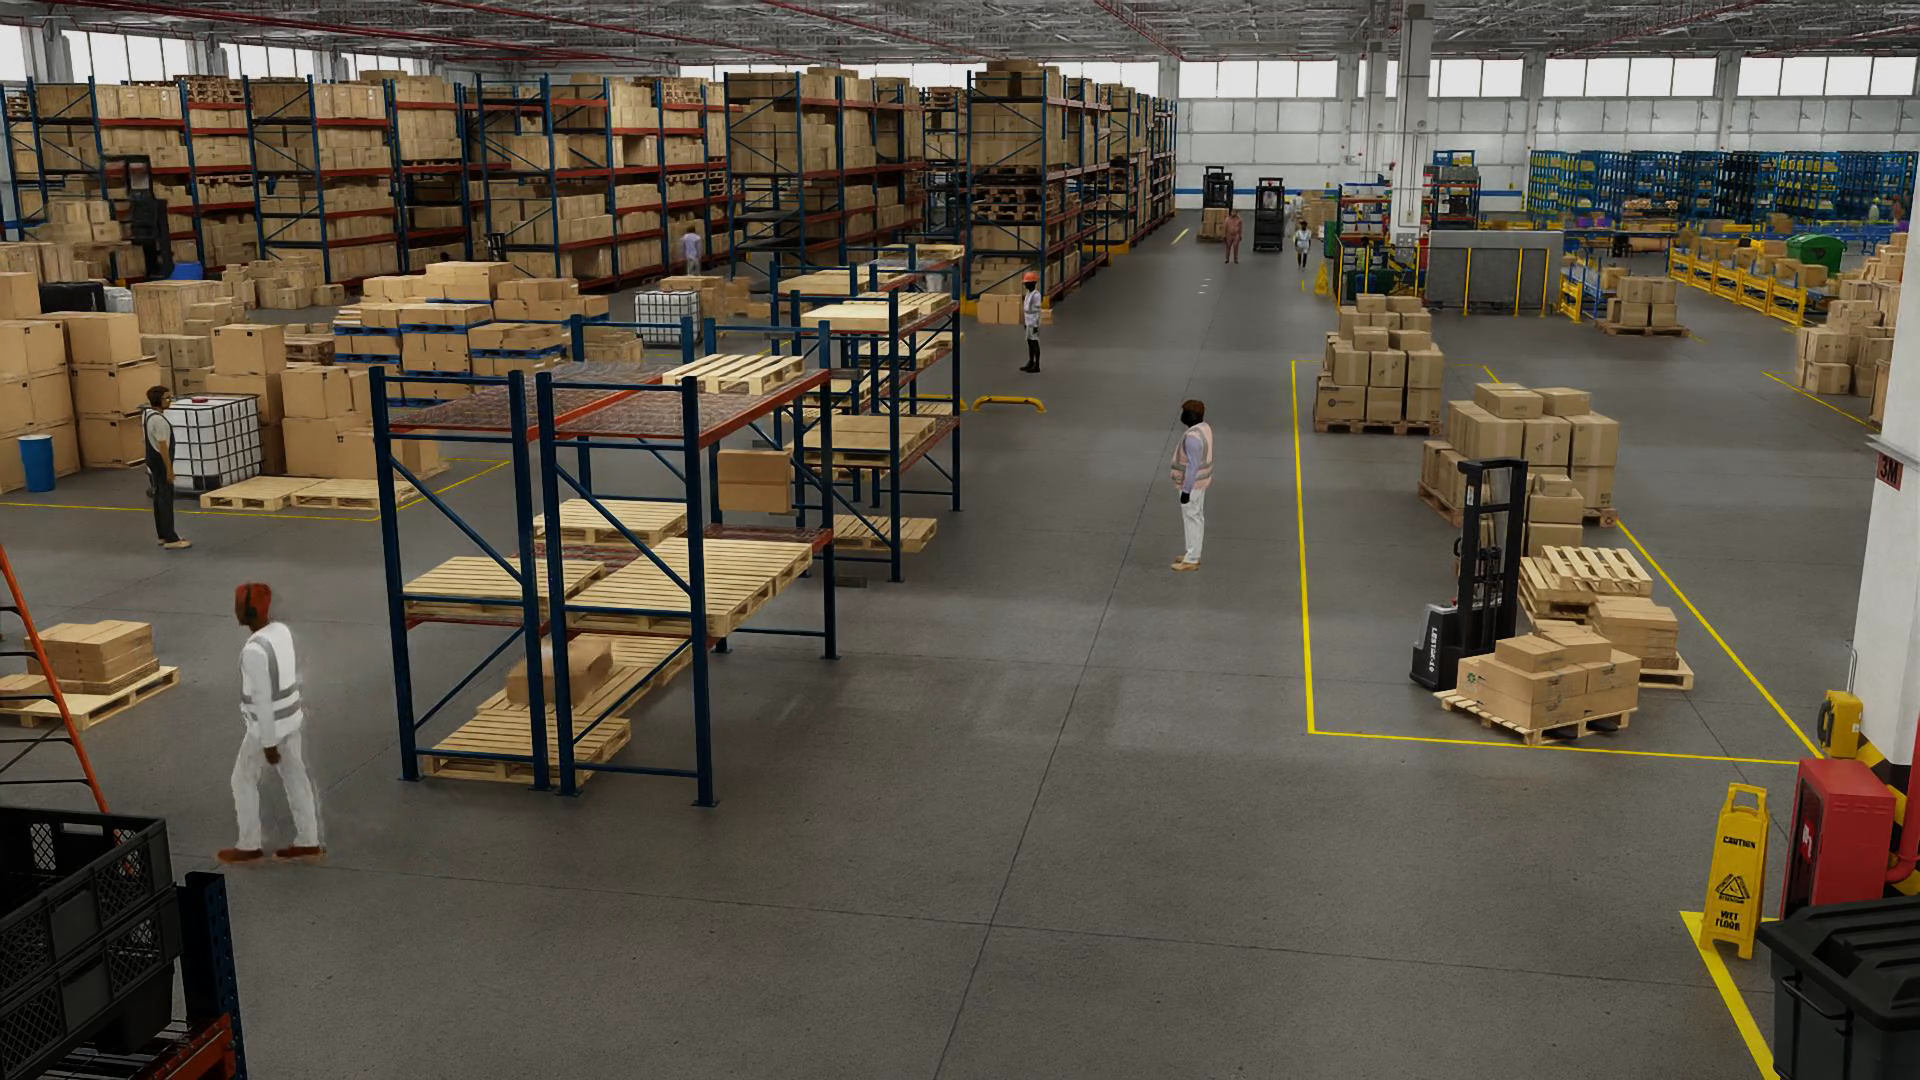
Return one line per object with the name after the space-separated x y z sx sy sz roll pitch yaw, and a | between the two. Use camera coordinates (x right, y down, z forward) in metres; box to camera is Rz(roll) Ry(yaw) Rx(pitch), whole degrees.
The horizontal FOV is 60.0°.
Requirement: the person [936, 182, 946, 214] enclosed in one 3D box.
-1.011 -19.170 93.237 0.672 1.816 0.644 8 16 30 | person

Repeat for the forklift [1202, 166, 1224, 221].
13.115 -17.885 85.819 1.129 2.768 1.873 3 14 10 | forklift

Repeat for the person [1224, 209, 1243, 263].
9.678 -10.777 58.963 0.643 1.909 0.410 2 14 9 | person

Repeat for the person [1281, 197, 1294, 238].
14.319 -14.135 72.842 0.609 1.804 0.805 0 14 0 | person

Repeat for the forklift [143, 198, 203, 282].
-21.632 -7.806 44.896 1.129 2.768 1.873 9 17 33 | forklift

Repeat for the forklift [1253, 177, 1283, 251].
12.083 -12.747 64.956 1.129 2.768 1.873 3 14 10 | forklift

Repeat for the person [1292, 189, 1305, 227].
15.847 -15.462 77.947 0.613 1.923 0.742 0 14 2 | person

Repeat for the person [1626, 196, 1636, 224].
29.119 -14.012 72.267 0.474 1.824 0.596 0 14 -1 | person

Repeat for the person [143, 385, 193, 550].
-8.924 -0.816 18.647 0.351 1.847 0.507 -10 17 -35 | person

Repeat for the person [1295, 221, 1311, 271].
11.462 -9.828 55.574 0.536 1.685 0.442 2 14 9 | person

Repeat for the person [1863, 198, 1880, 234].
39.337 -13.833 71.629 0.942 1.786 0.610 6 15 21 | person

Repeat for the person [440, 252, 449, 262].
-12.681 -6.301 41.249 0.676 1.677 0.534 5 15 21 | person

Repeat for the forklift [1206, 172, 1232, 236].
11.379 -14.645 72.664 1.129 2.768 1.873 3 14 10 | forklift

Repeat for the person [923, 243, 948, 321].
-0.637 -6.385 41.167 0.618 1.890 1.064 -2 14 -10 | person

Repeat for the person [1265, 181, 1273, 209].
17.093 -18.924 91.977 0.544 1.939 0.354 -12 18 -40 | person

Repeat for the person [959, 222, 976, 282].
0.282 -8.895 51.319 0.405 1.911 0.636 -12 18 -40 | person

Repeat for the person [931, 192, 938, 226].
-1.308 -16.505 82.375 0.403 1.828 0.597 2 14 8 | person

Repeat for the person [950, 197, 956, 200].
-0.293 -19.212 93.630 0.631 1.696 0.812 -11 18 -39 | person

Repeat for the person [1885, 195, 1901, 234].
39.528 -13.652 70.545 0.994 1.943 0.643 5 15 21 | person

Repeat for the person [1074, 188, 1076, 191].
5.799 -16.561 82.540 0.649 1.862 0.971 0 14 1 | person

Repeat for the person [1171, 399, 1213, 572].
2.459 -0.586 17.725 0.429 1.842 0.627 4 14 17 | person

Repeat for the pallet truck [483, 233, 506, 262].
-11.832 -7.026 43.548 1.885 1.965 0.823 8 16 28 | pallet truck

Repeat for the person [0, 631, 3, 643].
-9.016 0.010 15.136 0.372 1.932 0.623 -11 17 -37 | person

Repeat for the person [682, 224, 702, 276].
-7.844 -8.339 49.026 0.661 1.919 0.627 5 15 19 | person

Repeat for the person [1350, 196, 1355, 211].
20.669 -17.784 87.774 0.485 1.734 0.349 -10 17 -34 | person

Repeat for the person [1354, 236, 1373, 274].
11.384 -7.712 46.946 0.536 1.700 0.318 8 16 31 | person

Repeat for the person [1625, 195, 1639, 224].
29.527 -14.228 73.119 1.030 1.847 0.644 6 15 22 | person

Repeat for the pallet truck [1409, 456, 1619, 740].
4.504 0.400 13.395 0.823 1.965 1.885 -6 15 -23 | pallet truck

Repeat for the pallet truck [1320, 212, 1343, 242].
15.874 -13.227 70.310 0.680 1.201 1.601 10 17 35 | pallet truck

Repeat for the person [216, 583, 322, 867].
-4.475 1.167 10.551 0.764 1.857 0.599 1 14 4 | person

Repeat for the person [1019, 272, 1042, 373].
1.381 -4.216 32.257 0.361 1.940 0.543 -5 15 -19 | person
